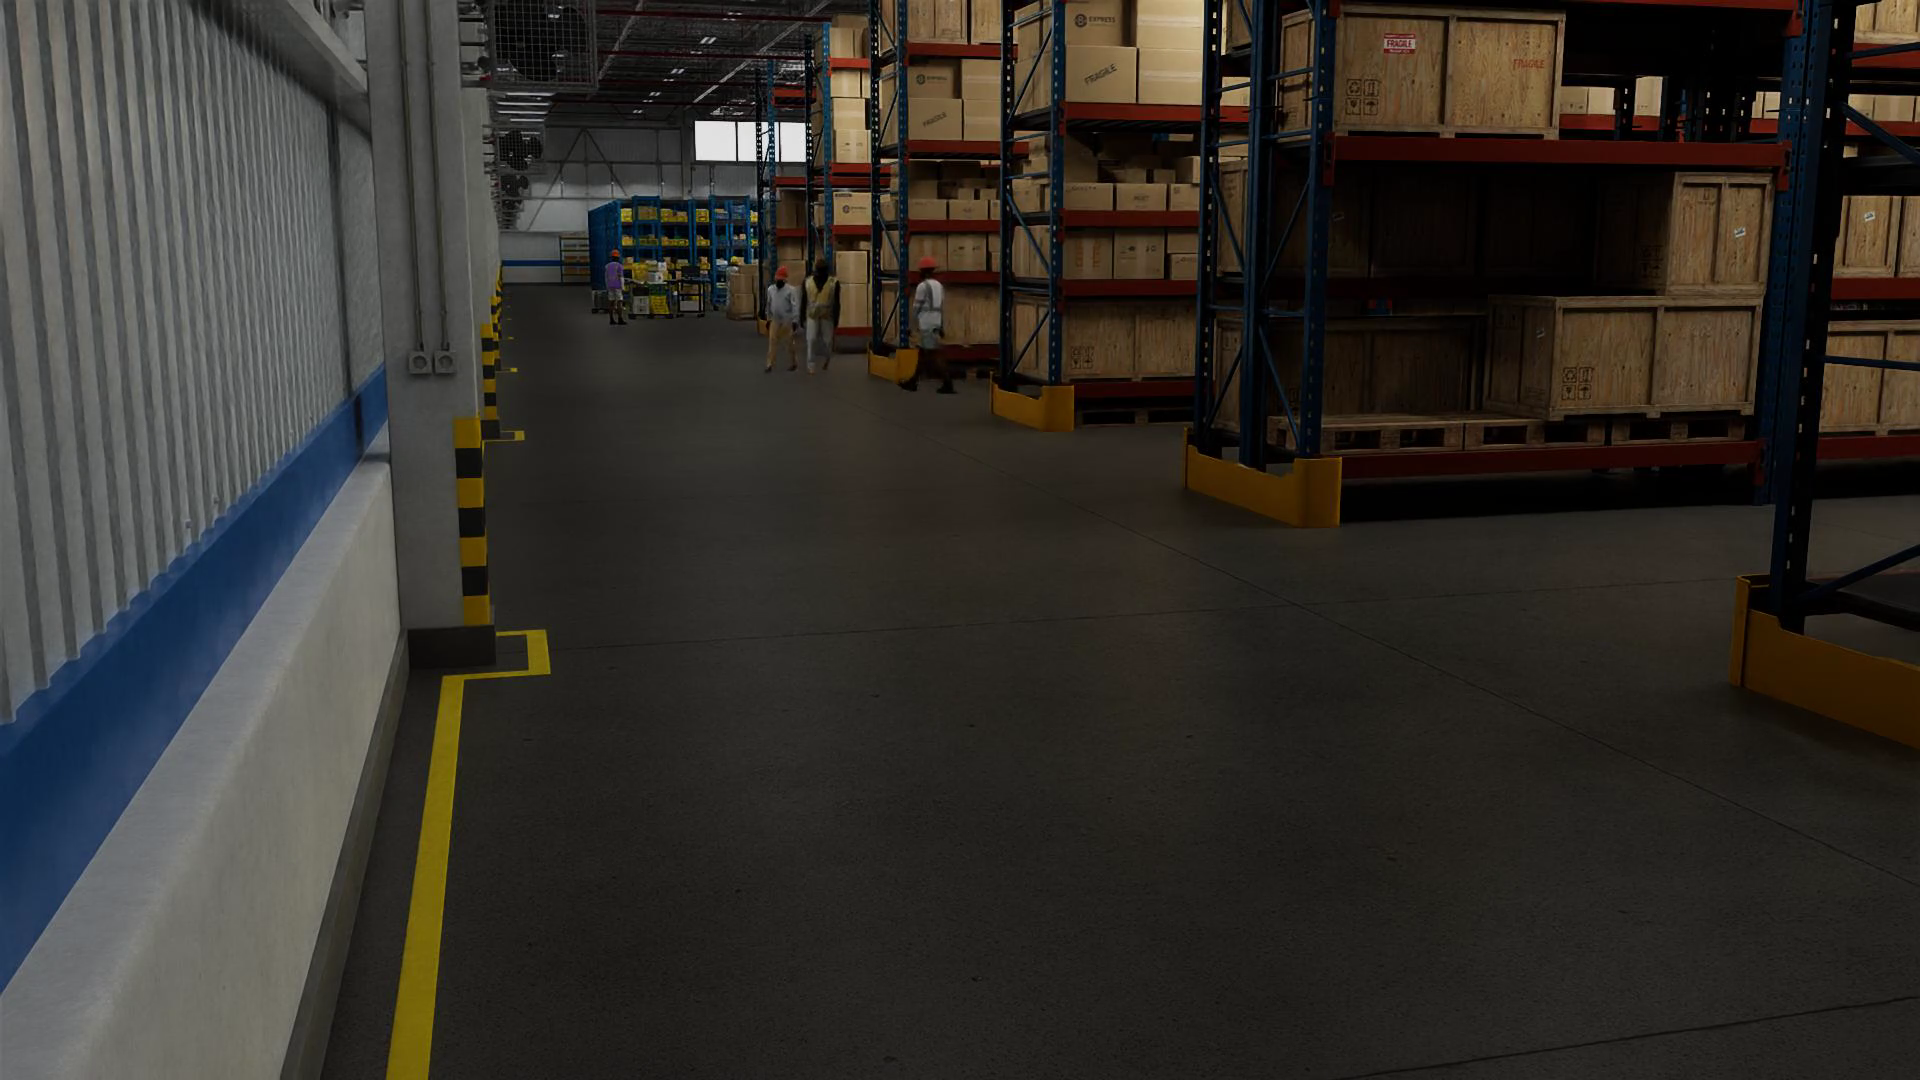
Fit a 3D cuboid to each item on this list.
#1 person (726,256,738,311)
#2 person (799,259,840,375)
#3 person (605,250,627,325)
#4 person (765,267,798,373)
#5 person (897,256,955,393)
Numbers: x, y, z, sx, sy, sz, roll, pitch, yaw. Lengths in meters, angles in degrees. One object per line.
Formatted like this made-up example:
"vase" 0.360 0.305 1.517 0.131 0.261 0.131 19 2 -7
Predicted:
"person" -6.549 -7.325 48.105 0.485 1.735 0.345 5 11 28
"person" -2.222 -3.514 26.264 0.652 1.821 0.454 0 10 -3
"person" -8.913 -6.536 43.054 0.545 1.939 0.354 4 11 22
"person" -2.871 -3.565 26.925 0.628 1.698 0.812 4 11 24
"person" -0.443 -2.976 23.051 0.996 1.890 0.546 5 11 28
